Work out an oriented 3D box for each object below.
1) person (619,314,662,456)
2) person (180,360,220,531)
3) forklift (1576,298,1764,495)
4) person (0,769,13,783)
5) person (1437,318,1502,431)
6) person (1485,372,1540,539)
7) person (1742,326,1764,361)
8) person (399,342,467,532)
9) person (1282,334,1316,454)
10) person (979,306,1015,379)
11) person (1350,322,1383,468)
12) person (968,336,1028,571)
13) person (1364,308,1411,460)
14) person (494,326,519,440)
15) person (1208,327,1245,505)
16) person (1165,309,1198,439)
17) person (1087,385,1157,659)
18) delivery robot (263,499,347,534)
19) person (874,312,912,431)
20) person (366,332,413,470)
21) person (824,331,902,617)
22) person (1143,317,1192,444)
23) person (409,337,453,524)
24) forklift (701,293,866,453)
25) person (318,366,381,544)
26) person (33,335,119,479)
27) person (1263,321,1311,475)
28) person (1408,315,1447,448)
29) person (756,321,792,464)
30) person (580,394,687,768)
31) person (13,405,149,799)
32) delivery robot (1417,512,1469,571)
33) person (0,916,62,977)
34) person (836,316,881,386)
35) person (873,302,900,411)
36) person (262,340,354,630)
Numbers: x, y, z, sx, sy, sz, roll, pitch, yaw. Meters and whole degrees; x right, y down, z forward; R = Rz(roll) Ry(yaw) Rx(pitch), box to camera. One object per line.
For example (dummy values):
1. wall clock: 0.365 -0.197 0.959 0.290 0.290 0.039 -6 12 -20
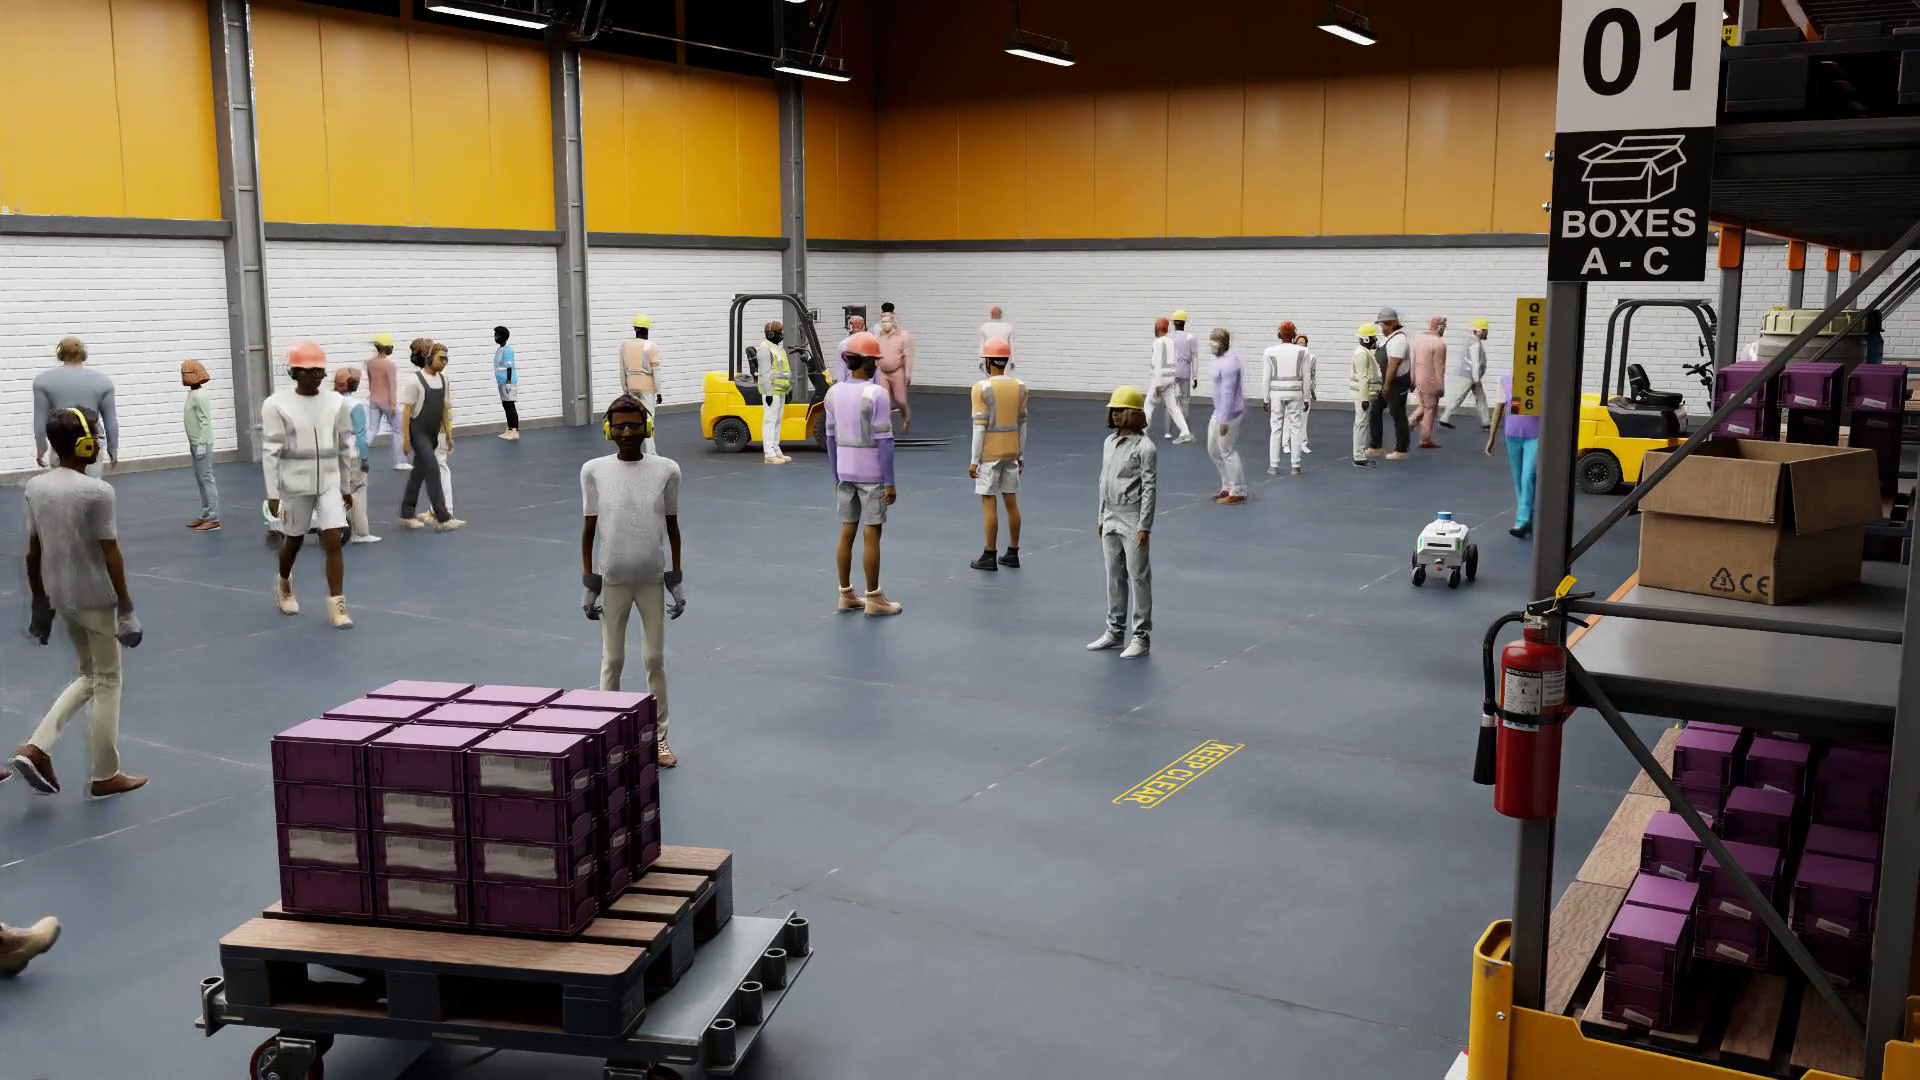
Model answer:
1. person: -4.148 -1.978 21.717 0.594 1.925 0.370 4 10 22
2. person: -7.294 -0.904 15.929 0.279 1.633 0.505 -6 11 -34
3. forklift: 7.954 -1.589 18.462 2.313 2.155 1.214 5 11 30
4. person: -4.791 0.460 7.554 0.489 1.589 0.837 6 11 35
5. person: 7.964 -2.582 25.975 0.972 1.780 0.603 3 10 17
6. person: 5.209 -0.917 15.462 0.579 1.804 0.904 8 12 42
7. person: 10.418 -1.904 21.527 0.621 1.845 0.430 3 10 19
8. person: -5.047 -0.975 15.839 0.889 1.796 0.510 3 9 16
9. person: 4.629 -2.000 22.753 0.524 1.639 0.306 -2 9 -13
10. person: 0.650 -3.205 29.518 0.650 1.888 0.694 0 9 1
11. person: 5.157 -1.839 21.134 0.404 1.837 0.590 2 9 13
12. person: 0.298 -0.713 13.789 0.551 1.936 0.356 -7 11 -36
13. person: 5.610 -2.076 21.978 0.735 2.000 0.730 -1 9 -6
14. person: -6.727 -2.324 24.628 0.321 1.691 0.537 -6 11 -31
15. person: 2.817 -1.300 17.572 0.517 1.897 0.651 -1 9 -7
16. person: 3.235 -2.450 24.668 0.594 1.924 0.382 2 9 14
17. person: 1.052 -0.118 10.678 0.288 1.746 0.488 -6 11 -35
18. delivery robot: -5.895 -0.261 14.984 0.707 0.478 0.477 -3 10 -20
19. person: -1.011 -2.498 25.164 0.671 1.886 0.690 3 10 17
20. person: -7.183 -1.699 20.563 0.522 1.739 0.815 5 10 27
21. person: -0.691 -0.468 11.938 0.608 2.044 0.371 8 12 39
22. person: 2.935 -2.289 24.000 0.988 1.828 0.586 6 11 34
23. person: -5.226 -1.074 16.392 0.430 1.835 0.621 -5 10 -26
24. forklift: -2.458 -2.344 23.176 2.313 2.155 1.214 0 9 -2
25. person: -5.541 -0.755 15.018 0.533 1.623 0.478 7 11 37
26. person: -7.591 -0.794 14.326 0.662 1.926 0.497 -6 11 -35
27. person: 3.985 -1.733 20.323 0.576 1.885 0.355 2 9 9
28. person: 6.525 -2.200 23.278 0.532 1.877 0.664 -2 9 -13
29. person: -2.395 -1.908 21.554 0.429 1.844 0.626 2 9 10
30. person: -1.615 0.214 8.231 0.515 1.867 0.328 -3 9 -15
31. person: -4.055 0.311 7.657 0.516 1.855 0.499 4 10 25
32. delivery robot: 3.848 0.018 13.239 0.477 0.478 0.707 3 10 21
33. person: -3.542 0.756 5.520 0.562 1.635 0.879 6 11 31
34. person: -1.360 -2.011 22.025 0.643 1.902 0.401 -7 11 -36
35. person: -1.300 -3.241 29.538 0.400 1.956 0.609 7 11 37
36. person: -4.604 -0.409 11.698 0.630 2.013 0.990 -8 12 -40
